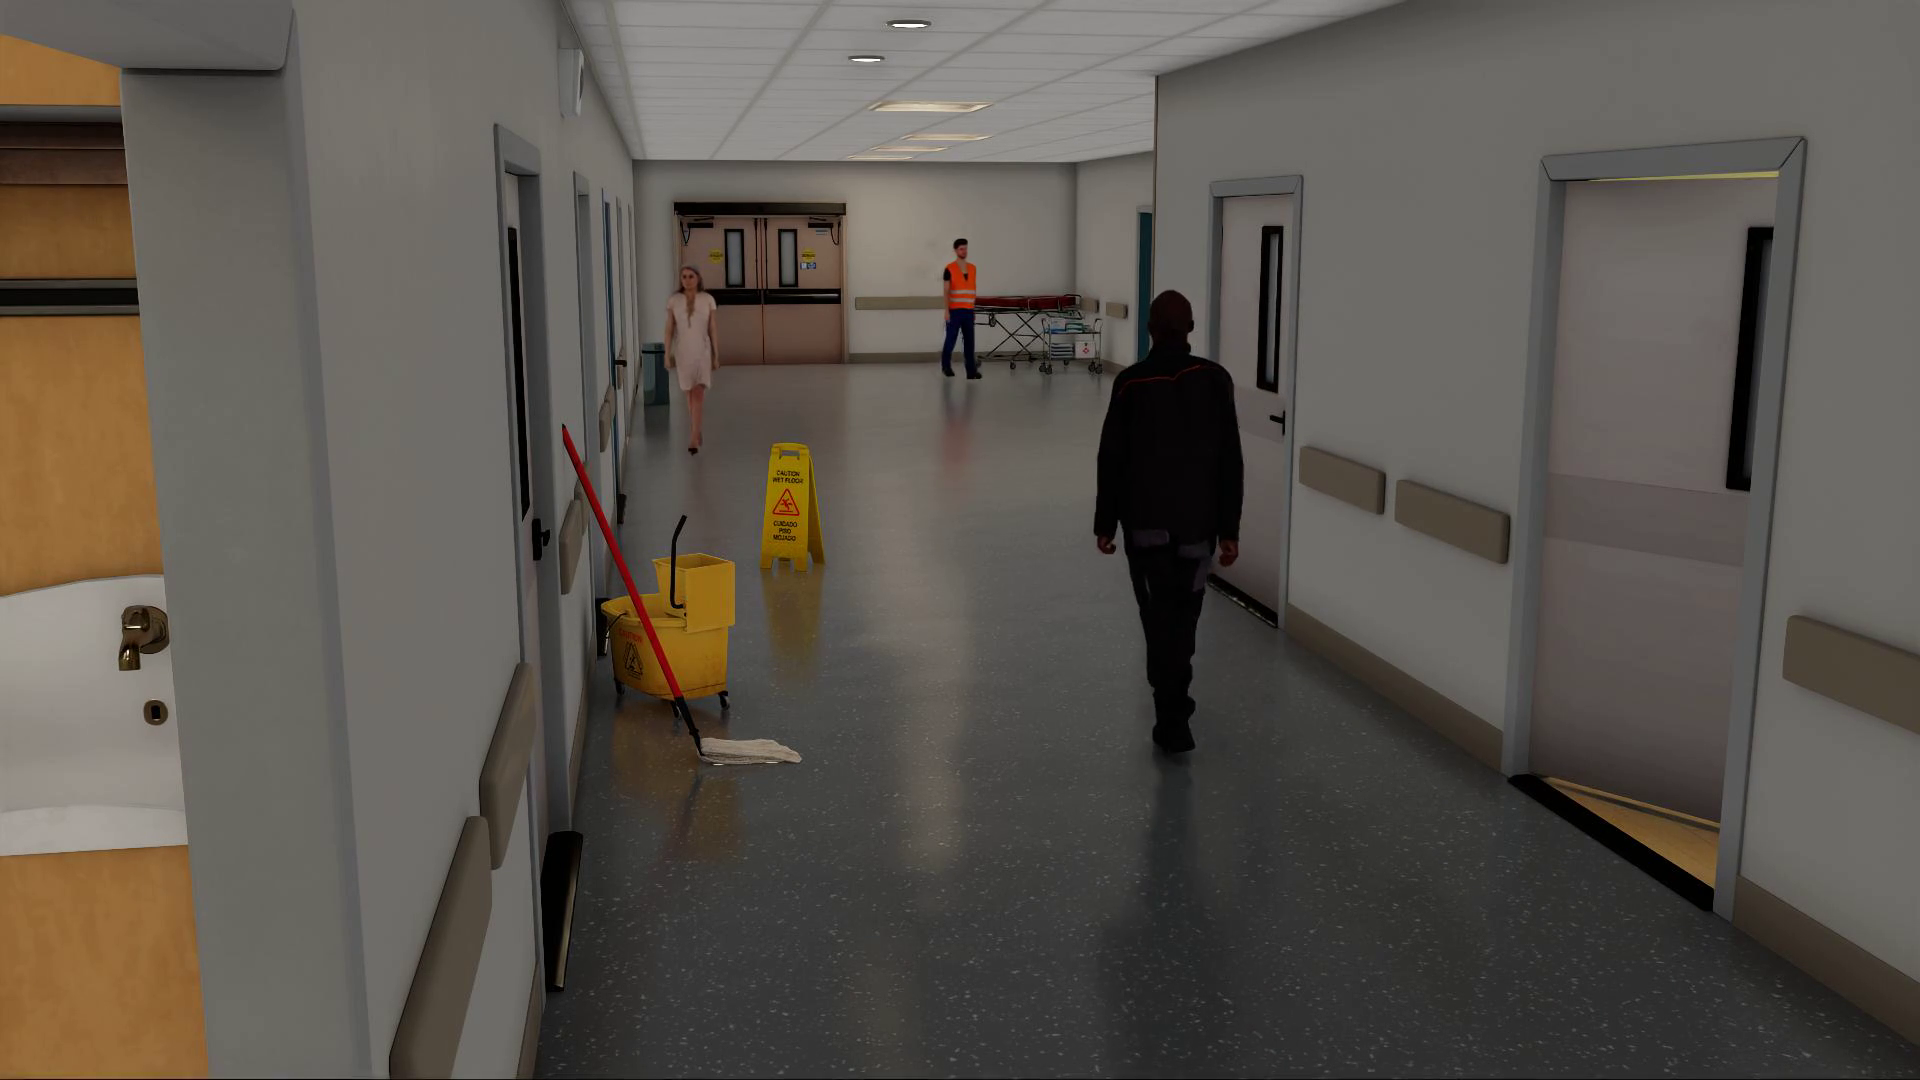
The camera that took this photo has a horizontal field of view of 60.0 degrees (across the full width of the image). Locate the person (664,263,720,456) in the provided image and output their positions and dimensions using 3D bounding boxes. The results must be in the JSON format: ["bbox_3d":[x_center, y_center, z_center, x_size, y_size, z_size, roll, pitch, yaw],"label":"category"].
[{"bbox_3d":[-2.416,-1.604,15.025,0.702,1.679,1.165,-1,11,-3],"label":"person"}]

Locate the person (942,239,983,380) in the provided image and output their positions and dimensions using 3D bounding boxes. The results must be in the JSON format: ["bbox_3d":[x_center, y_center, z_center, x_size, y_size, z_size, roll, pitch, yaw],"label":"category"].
[{"bbox_3d":[-0.048,-3.064,22.287,0.953,1.841,1.312,-6,12,-27],"label":"person"}]

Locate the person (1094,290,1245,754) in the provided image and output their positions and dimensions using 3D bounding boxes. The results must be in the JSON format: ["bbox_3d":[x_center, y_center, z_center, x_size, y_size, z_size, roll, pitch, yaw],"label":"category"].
[{"bbox_3d":[0.842,-0.034,6.511,0.802,1.768,1.179,0,11,-2],"label":"person"}]
